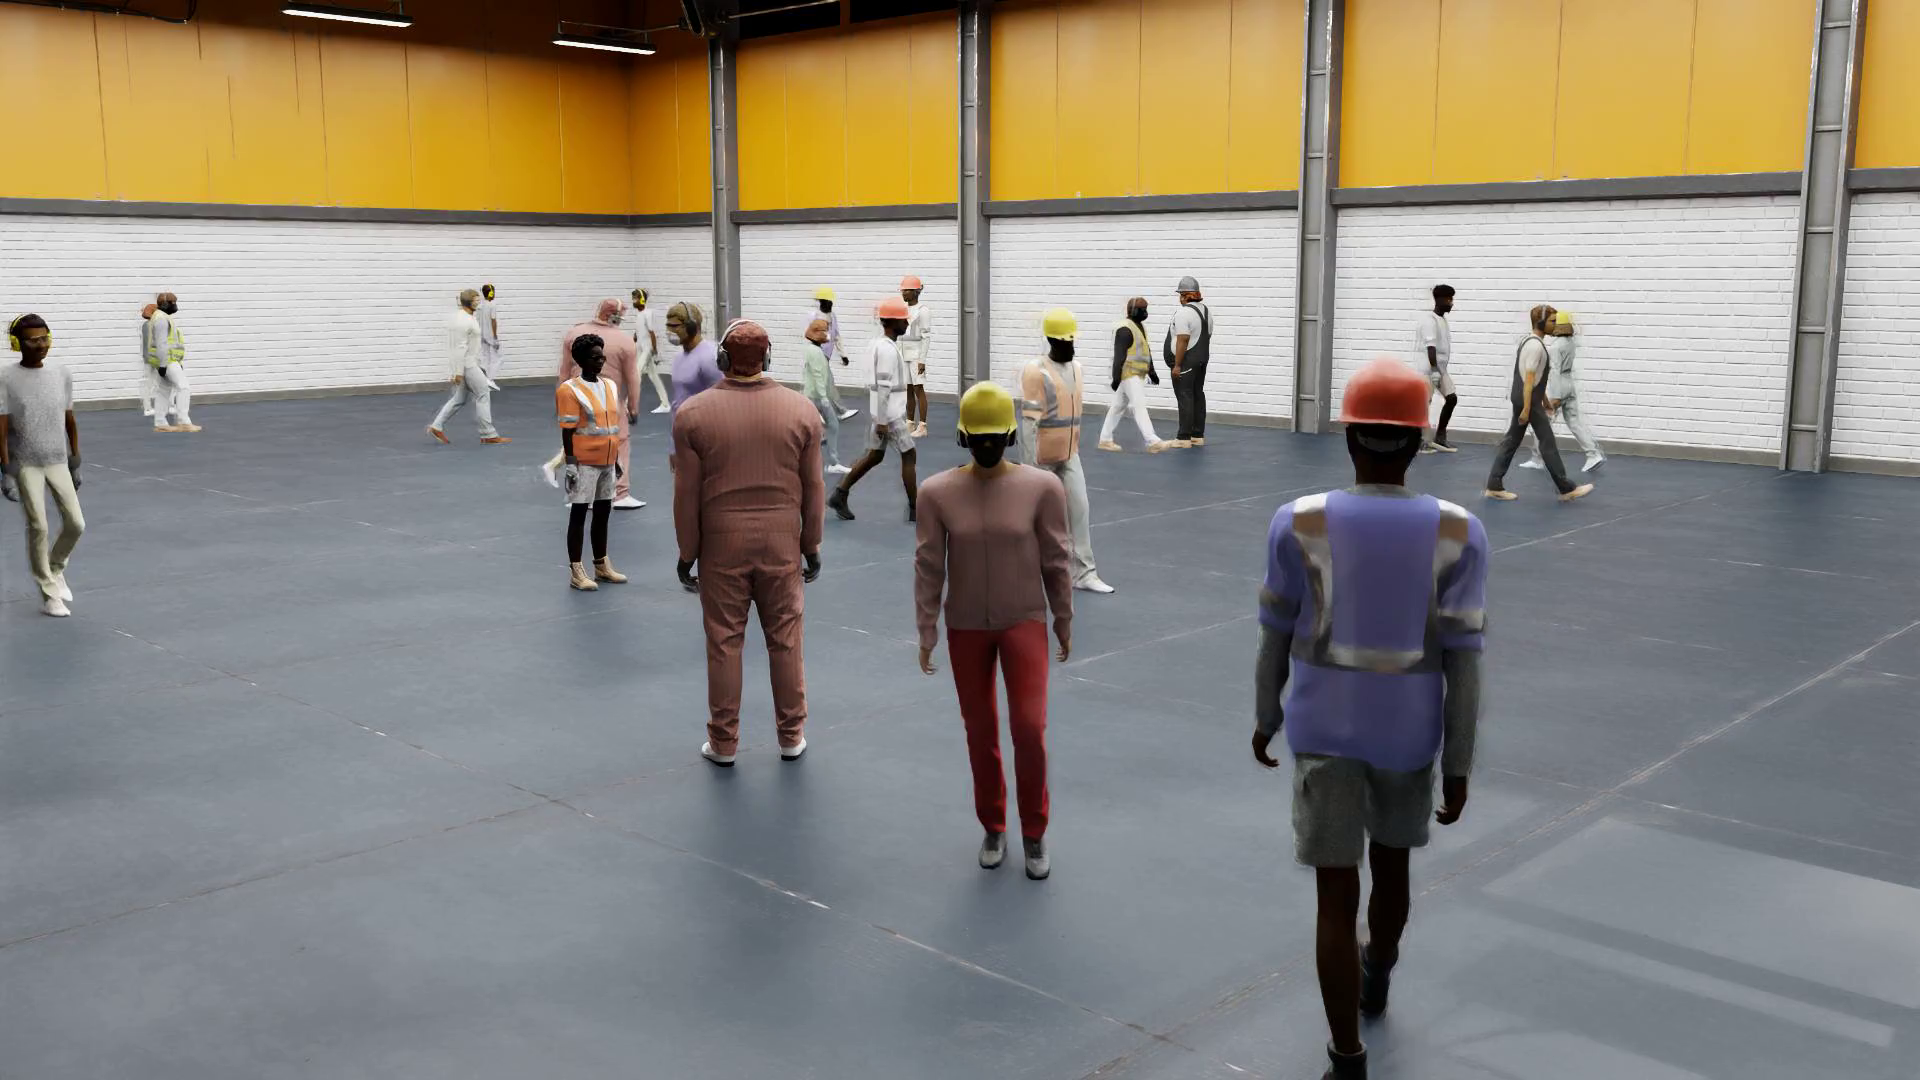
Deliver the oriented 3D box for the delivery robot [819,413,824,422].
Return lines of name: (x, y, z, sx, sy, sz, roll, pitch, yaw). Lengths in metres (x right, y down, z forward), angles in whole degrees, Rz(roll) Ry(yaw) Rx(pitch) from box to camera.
delivery robot: (-1.934, -1.478, 20.128, 0.707, 0.478, 0.477, -2, 9, -12)

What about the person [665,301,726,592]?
person: (-1.682, -0.589, 10.809, 0.462, 1.914, 0.697, -6, 11, -31)

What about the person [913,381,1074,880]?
person: (0.114, 0.315, 5.779, 0.545, 1.740, 0.521, 1, 9, 7)

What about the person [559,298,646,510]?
person: (-3.144, -1.180, 14.611, 0.736, 1.865, 0.424, -1, 9, -4)

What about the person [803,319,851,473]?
person: (-1.368, -1.449, 16.998, 0.686, 1.603, 0.517, 0, 9, 2)

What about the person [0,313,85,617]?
person: (-5.627, -0.452, 10.152, 0.427, 1.855, 0.526, 7, 12, 38)

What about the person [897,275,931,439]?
person: (-0.606, -2.289, 20.840, 0.371, 2.044, 0.608, -6, 11, -34)

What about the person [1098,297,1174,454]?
person: (2.011, -1.893, 19.186, 0.975, 1.794, 0.630, 3, 10, 20)

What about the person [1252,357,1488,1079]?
person: (1.051, 0.473, 4.376, 0.549, 1.891, 0.962, 1, 9, 5)

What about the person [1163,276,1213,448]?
person: (2.688, -2.125, 19.844, 0.536, 2.000, 0.688, 7, 12, 37)

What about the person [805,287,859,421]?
person: (-1.834, -2.582, 23.186, 1.015, 1.865, 0.593, 4, 10, 23)

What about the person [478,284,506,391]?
person: (-8.120, -3.496, 28.809, 0.561, 1.855, 0.400, 7, 12, 38)

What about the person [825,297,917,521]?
person: (-0.666, -1.081, 13.906, 0.974, 1.901, 0.552, -1, 9, -7)

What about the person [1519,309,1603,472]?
person: (6.353, -1.566, 17.437, 0.498, 1.703, 0.864, -9, 13, -43)

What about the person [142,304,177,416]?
person: (-11.582, -2.616, 24.132, 0.523, 1.608, 0.669, 8, 12, 42)

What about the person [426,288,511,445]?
person: (-5.966, -2.071, 19.955, 0.964, 1.906, 0.627, -2, 9, -12)

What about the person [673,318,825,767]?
person: (-0.900, 0.015, 7.117, 0.648, 1.913, 0.409, -3, 10, -15)

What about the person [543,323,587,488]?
person: (-3.631, -1.238, 15.707, 0.519, 1.620, 0.506, 0, 9, 0)

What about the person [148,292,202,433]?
person: (-10.164, -2.290, 21.558, 0.709, 1.817, 0.637, -4, 10, -25)

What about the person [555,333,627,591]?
person: (-2.442, -0.519, 11.050, 0.316, 1.696, 0.540, 5, 11, 28)

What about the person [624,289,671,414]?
person: (-4.686, -2.744, 24.323, 0.966, 1.819, 0.511, -4, 10, -21)

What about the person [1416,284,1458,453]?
person: (5.496, -1.953, 19.070, 0.639, 1.940, 0.632, 7, 12, 38)

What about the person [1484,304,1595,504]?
person: (5.261, -1.224, 15.070, 0.967, 1.793, 0.537, 1, 9, 9)

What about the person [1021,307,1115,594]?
person: (0.566, -0.602, 11.022, 0.950, 1.882, 0.598, 8, 12, 42)
